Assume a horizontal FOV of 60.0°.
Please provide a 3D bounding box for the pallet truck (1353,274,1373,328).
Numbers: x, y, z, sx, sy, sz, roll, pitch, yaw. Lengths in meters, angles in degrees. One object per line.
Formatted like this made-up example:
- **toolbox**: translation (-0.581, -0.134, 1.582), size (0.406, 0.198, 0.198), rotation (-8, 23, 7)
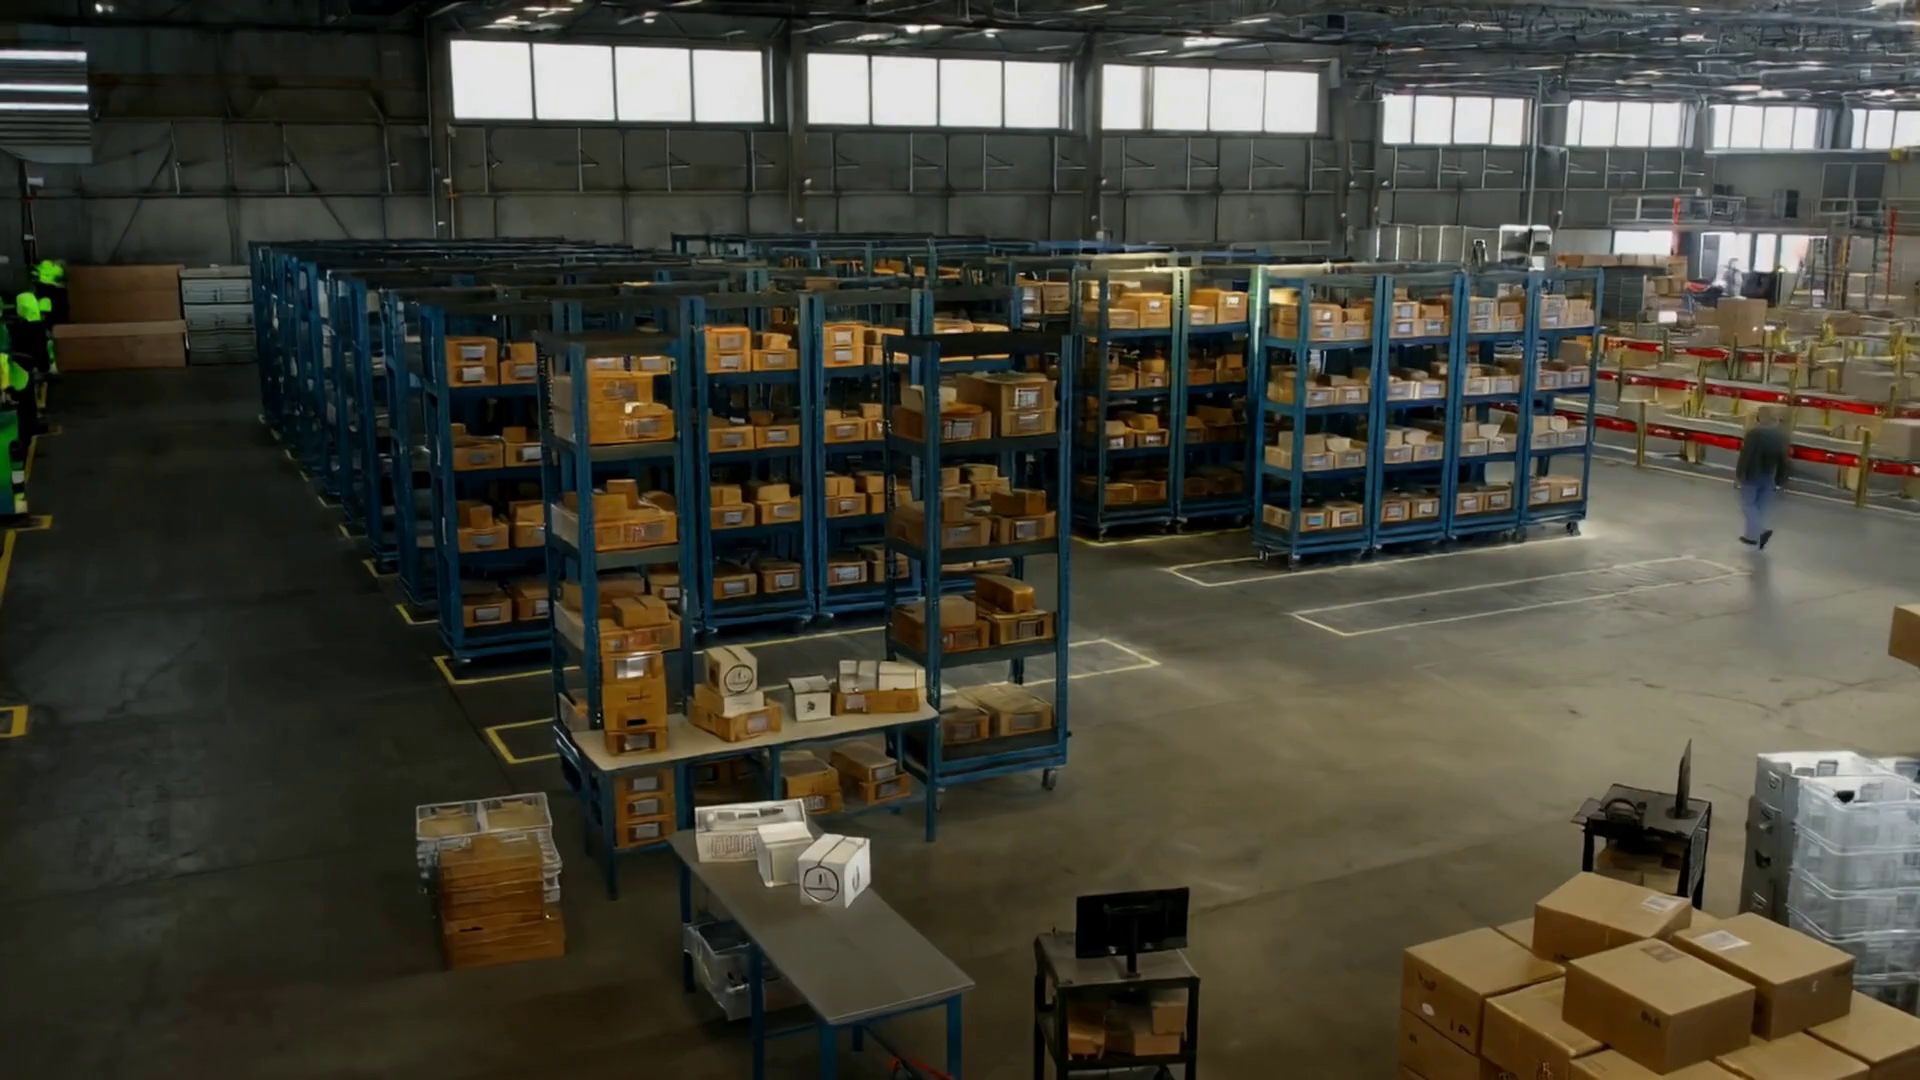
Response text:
- **pallet truck**: translation (13.011, -8.050, 55.243), size (0.823, 1.965, 1.885), rotation (-7, 14, -28)

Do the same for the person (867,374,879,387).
- **person**: translation (-1.202, -1.422, 24.253), size (0.634, 1.985, 1.032), rotation (-5, 13, -23)

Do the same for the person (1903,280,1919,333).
- **person**: translation (28.357, -6.727, 49.280), size (0.931, 1.895, 0.574), rotation (-4, 13, -18)

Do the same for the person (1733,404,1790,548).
- **person**: translation (10.468, -0.825, 21.697), size (0.652, 1.888, 0.725), rotation (-3, 12, -14)

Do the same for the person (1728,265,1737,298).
- **person**: translation (28.892, -9.436, 62.323), size (0.318, 1.742, 0.492), rotation (4, 13, 20)
